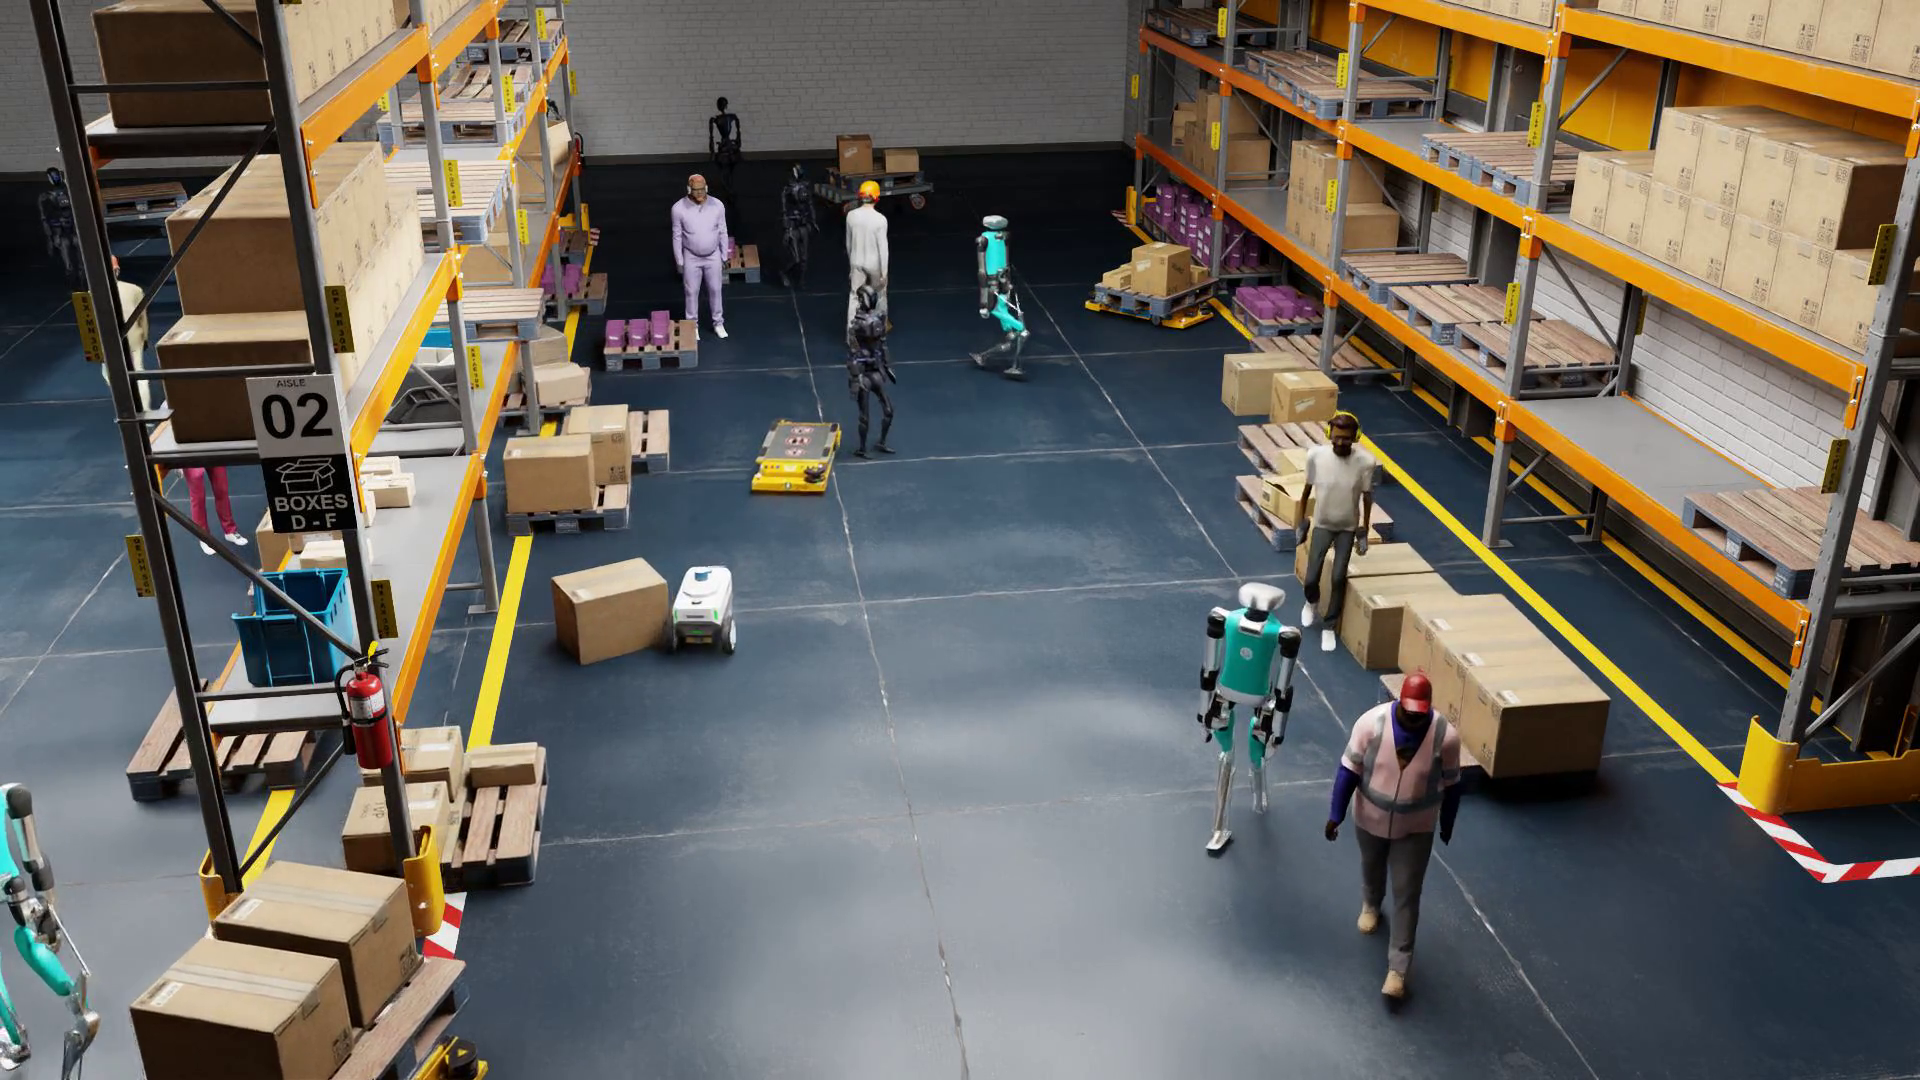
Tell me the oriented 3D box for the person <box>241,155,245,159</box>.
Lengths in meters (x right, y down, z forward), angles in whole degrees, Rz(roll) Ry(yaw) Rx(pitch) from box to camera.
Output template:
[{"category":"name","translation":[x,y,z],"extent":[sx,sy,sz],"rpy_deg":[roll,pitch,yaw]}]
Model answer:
[{"category":"person","translation":[-10.711,-5.876,25.138],"extent":[0.506,1.818,0.686],"rpy_deg":[3,24,6]}]

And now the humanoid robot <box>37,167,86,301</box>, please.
[{"category":"humanoid robot","translation":[-11.008,-3.785,20.557],"extent":[0.377,1.647,0.602],"rpy_deg":[21,31,39]}]

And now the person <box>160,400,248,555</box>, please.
[{"category":"person","translation":[-6.165,-0.672,13.520],"extent":[0.300,1.622,0.504],"rpy_deg":[16,28,32]}]

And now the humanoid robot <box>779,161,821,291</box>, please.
[{"category":"humanoid robot","translation":[-2.051,-3.961,20.948],"extent":[0.400,1.650,0.595],"rpy_deg":[18,29,35]}]

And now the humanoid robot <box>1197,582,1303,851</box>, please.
[{"category":"humanoid robot","translation":[1.711,0.993,9.680],"extent":[0.568,1.857,0.835],"rpy_deg":[9,25,20]}]

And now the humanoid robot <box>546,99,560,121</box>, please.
[{"category":"humanoid robot","translation":[-6.739,-6.562,26.902],"extent":[0.589,1.630,0.729],"rpy_deg":[2,24,5]}]

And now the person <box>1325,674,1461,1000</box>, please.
[{"category":"person","translation":[2.228,1.454,8.582],"extent":[0.623,1.701,0.930],"rpy_deg":[9,25,19]}]

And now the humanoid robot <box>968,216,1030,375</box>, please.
[{"category":"humanoid robot","translation":[0.496,-2.548,17.650],"extent":[1.009,1.733,0.560],"rpy_deg":[16,28,32]}]

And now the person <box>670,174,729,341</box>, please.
[{"category":"person","translation":[-2.949,-3.228,19.011],"extent":[0.644,1.900,0.402],"rpy_deg":[-8,25,-18]}]

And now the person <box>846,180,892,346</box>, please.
[{"category":"person","translation":[-1.060,-3.161,18.914],"extent":[0.556,1.853,0.965],"rpy_deg":[6,25,14]}]

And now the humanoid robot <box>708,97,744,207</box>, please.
[{"category":"humanoid robot","translation":[-3.538,-5.954,25.500],"extent":[0.589,1.634,0.577],"rpy_deg":[-18,29,-35]}]

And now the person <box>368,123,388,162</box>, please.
[{"category":"person","translation":[-7.693,-4.720,22.494],"extent":[0.770,1.818,0.560],"rpy_deg":[-11,26,-23]}]

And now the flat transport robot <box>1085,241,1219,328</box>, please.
[{"category":"flat transport robot","translation":[2.284,-2.827,20.118],"extent":[1.431,0.231,0.659],"rpy_deg":[19,30,36]}]

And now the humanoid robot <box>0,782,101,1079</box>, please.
[{"category":"humanoid robot","translation":[-4.302,1.869,7.574],"extent":[0.974,1.722,0.534],"rpy_deg":[21,31,39]}]

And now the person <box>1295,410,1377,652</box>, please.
[{"category":"person","translation":[2.681,-0.091,11.935],"extent":[0.517,1.844,0.496],"rpy_deg":[5,24,11]}]

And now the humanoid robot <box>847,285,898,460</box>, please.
[{"category":"humanoid robot","translation":[-0.835,-1.558,15.462],"extent":[0.360,1.650,0.591],"rpy_deg":[15,28,31]}]

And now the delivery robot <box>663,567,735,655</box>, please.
[{"category":"delivery robot","translation":[-1.885,0.489,12.200],"extent":[0.499,0.587,0.782],"rpy_deg":[0,24,0]}]

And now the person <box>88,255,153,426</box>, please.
[{"category":"person","translation":[-8.240,-1.960,16.325],"extent":[0.494,1.726,0.589],"rpy_deg":[18,29,35]}]

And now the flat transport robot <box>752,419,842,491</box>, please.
[{"category":"flat transport robot","translation":[-1.505,-0.795,15.489],"extent":[0.659,0.231,1.431],"rpy_deg":[1,24,2]}]

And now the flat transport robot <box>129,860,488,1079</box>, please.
[{"category":"flat transport robot","translation":[-3.043,2.555,7.856],"extent":[1.431,0.231,0.659],"rpy_deg":[5,24,12]}]
